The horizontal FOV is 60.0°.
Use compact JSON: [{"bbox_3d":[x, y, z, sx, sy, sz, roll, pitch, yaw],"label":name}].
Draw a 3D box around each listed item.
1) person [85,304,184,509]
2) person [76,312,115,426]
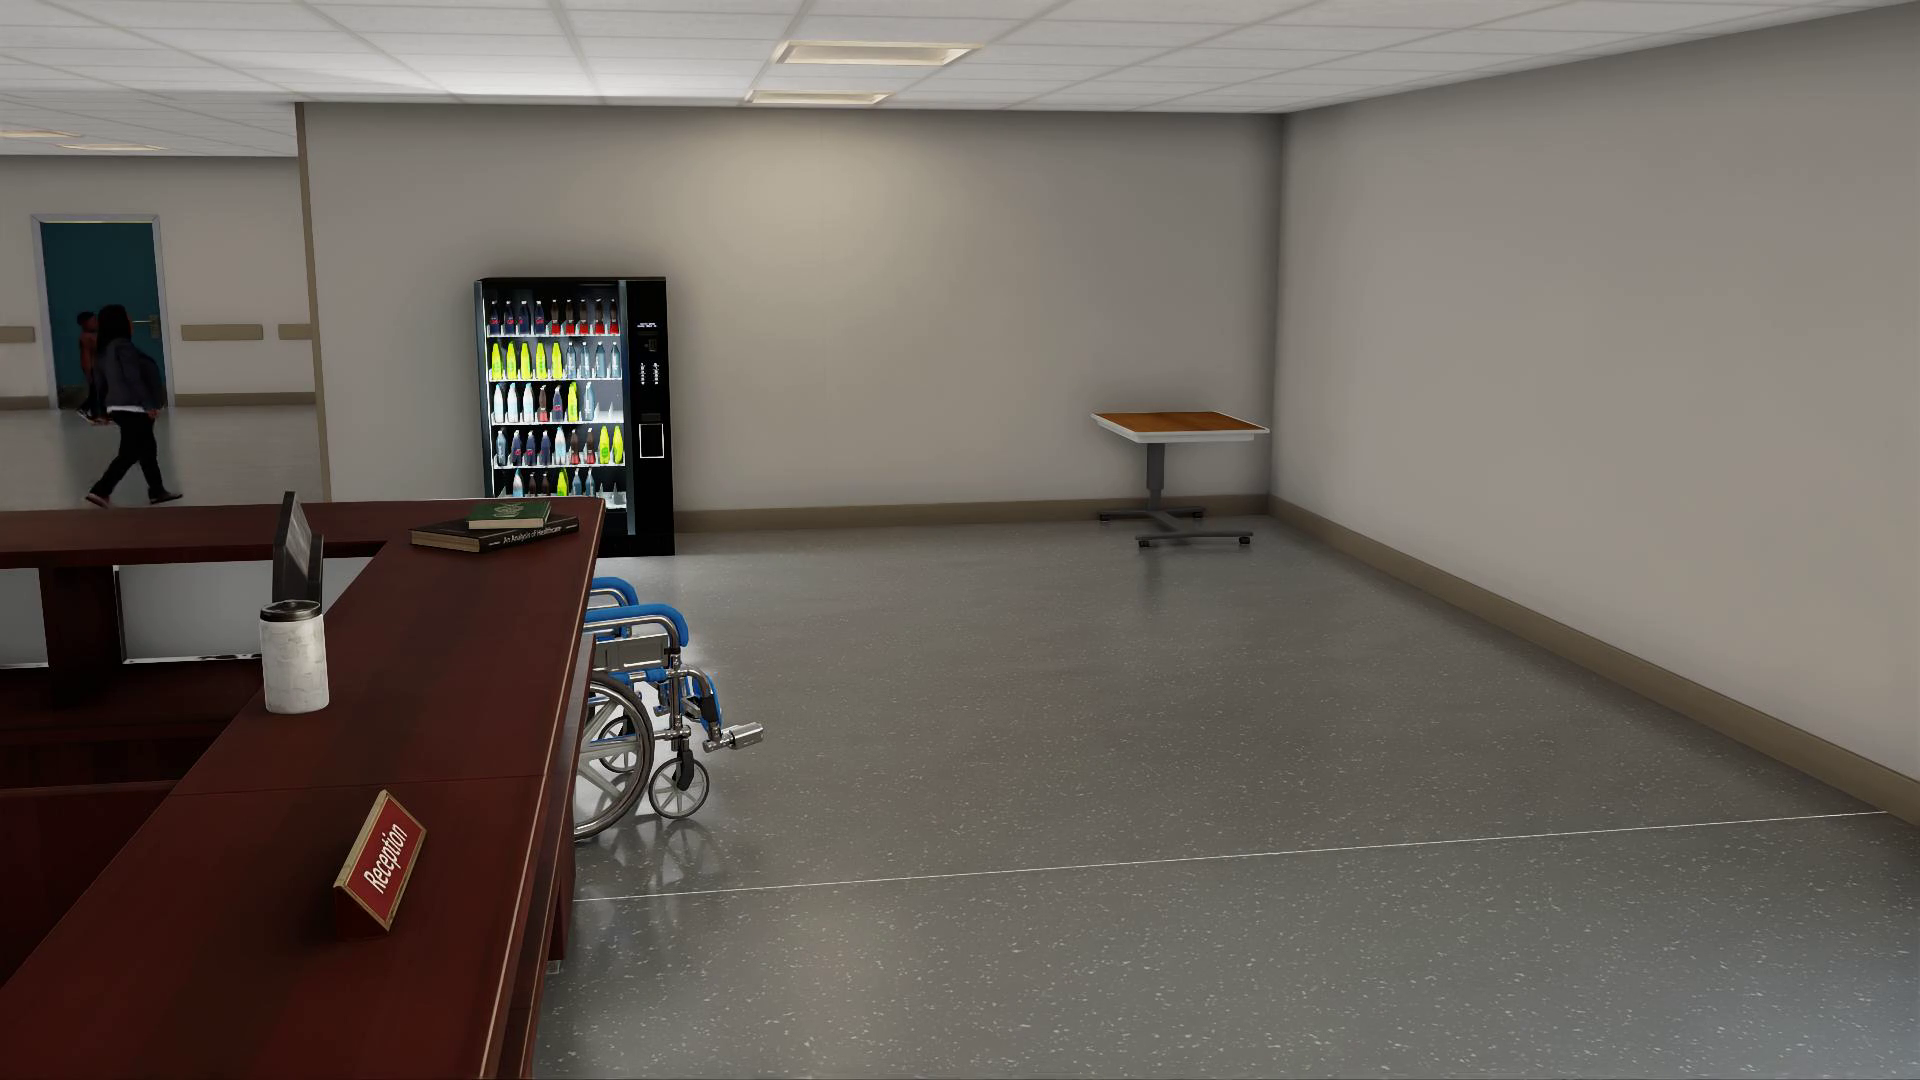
[{"bbox_3d":[-6.401,-0.986,12.691,1.030,1.577,1.136,9,14,41],"label":"person"},{"bbox_3d":[-9.608,-1.881,18.287,0.591,1.250,0.556,-3,11,-15],"label":"person"}]
